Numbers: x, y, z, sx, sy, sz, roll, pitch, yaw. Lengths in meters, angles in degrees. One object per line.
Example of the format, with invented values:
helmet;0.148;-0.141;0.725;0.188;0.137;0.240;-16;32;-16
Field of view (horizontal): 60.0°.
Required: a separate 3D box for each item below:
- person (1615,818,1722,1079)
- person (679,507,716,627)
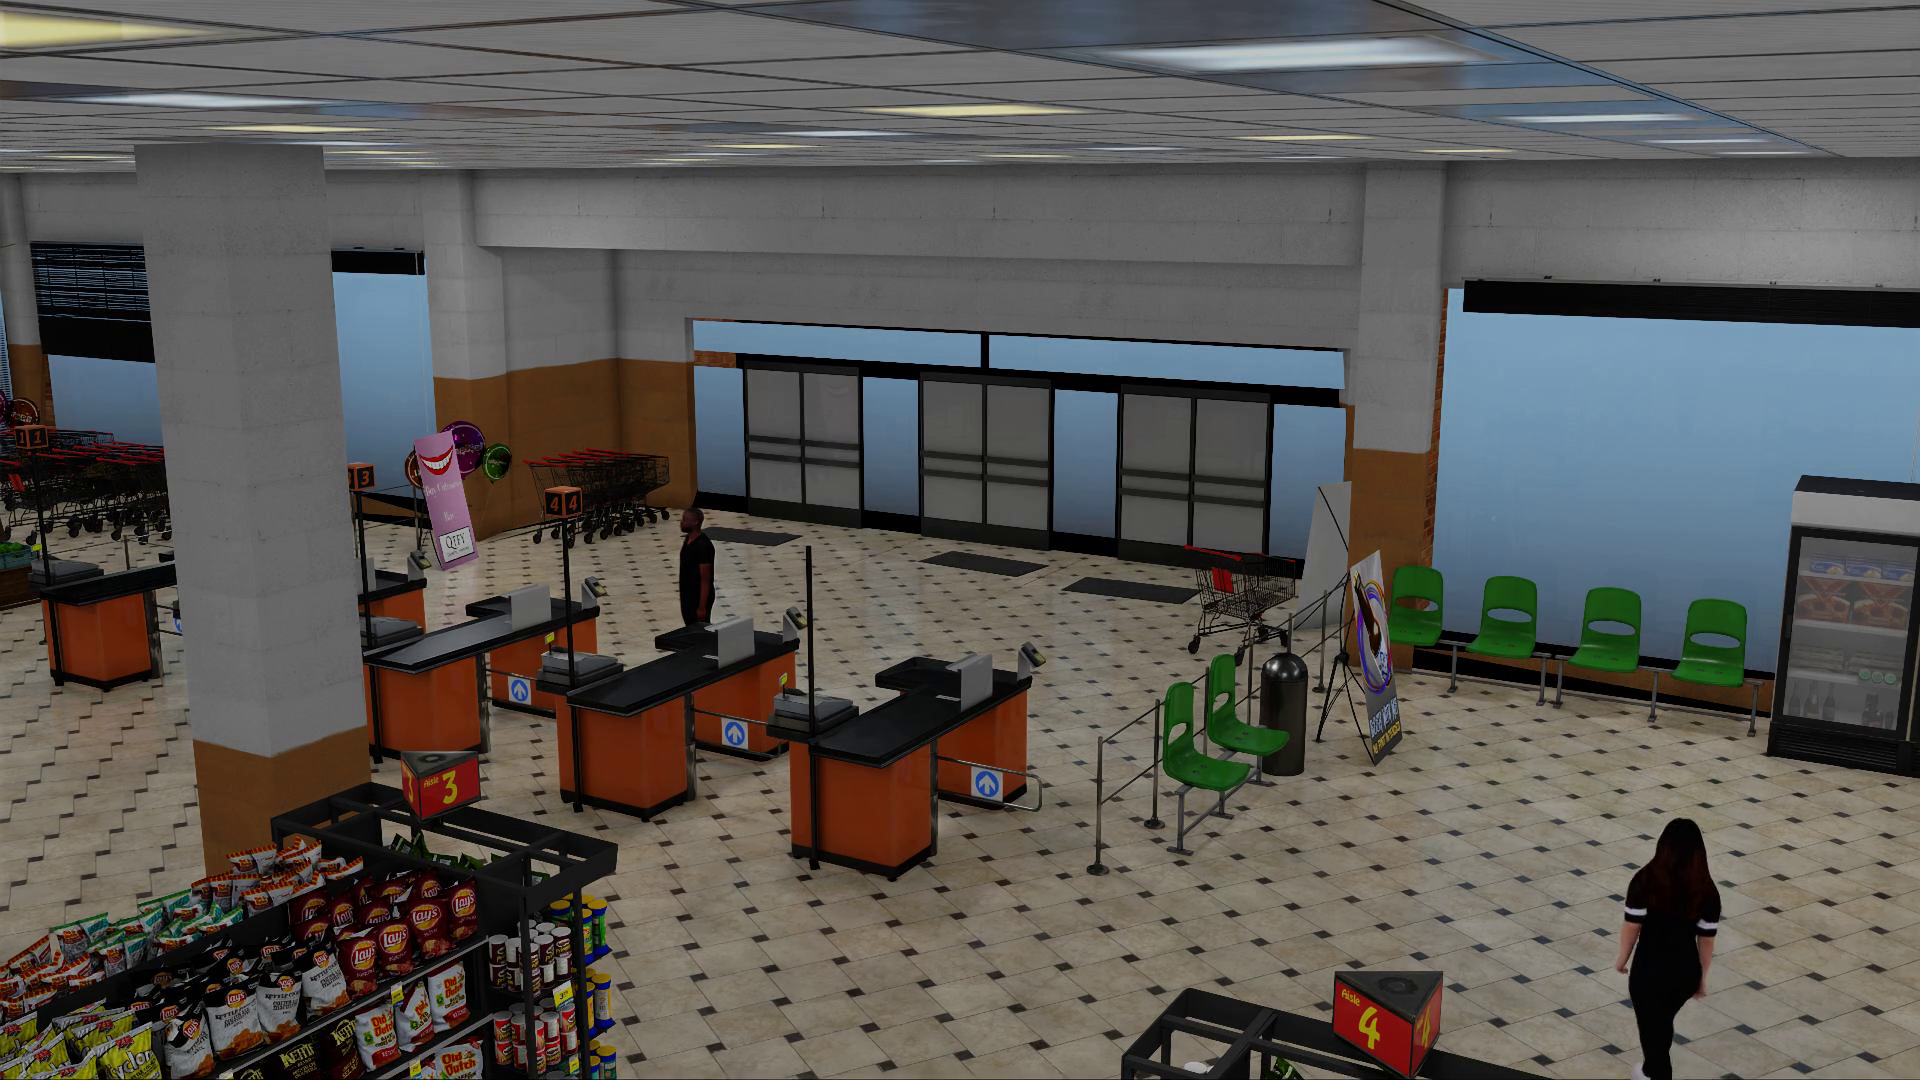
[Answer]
person;3.585;2.233;8.441;0.872;1.609;1.160;2;12;8
person;-2.491;0.582;15.770;0.741;1.819;0.747;-7;14;-28
